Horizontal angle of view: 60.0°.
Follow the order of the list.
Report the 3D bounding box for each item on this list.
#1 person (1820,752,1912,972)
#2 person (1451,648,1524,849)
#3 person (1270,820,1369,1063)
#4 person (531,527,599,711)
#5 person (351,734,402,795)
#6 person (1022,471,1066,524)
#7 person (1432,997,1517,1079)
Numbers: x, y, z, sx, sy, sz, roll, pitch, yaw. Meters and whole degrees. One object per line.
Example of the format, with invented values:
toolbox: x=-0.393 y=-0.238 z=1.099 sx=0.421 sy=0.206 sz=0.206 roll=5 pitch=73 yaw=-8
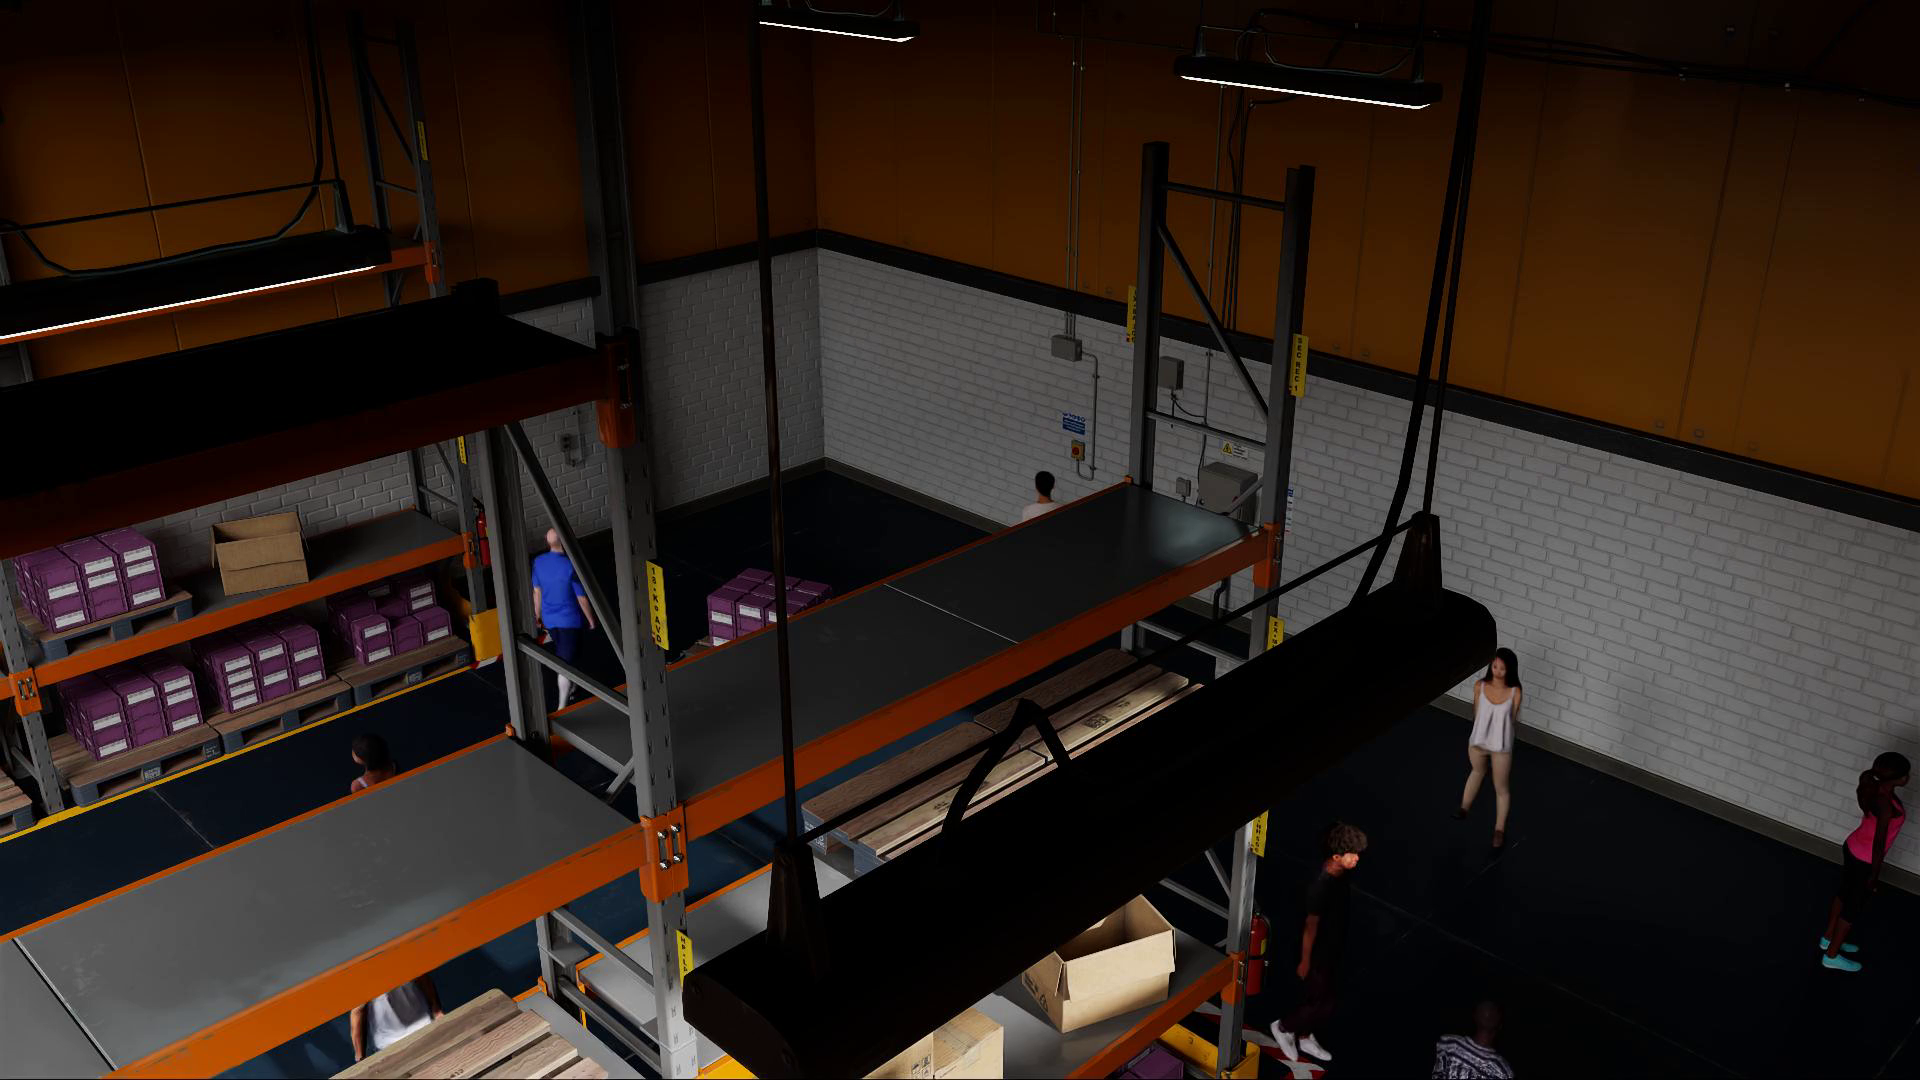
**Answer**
person: x=6.345 y=2.229 z=11.695 sx=0.693 sy=1.723 sz=0.610 roll=7 pitch=24 yaw=15
person: x=4.176 y=1.647 z=13.111 sx=0.768 sy=1.656 sz=0.692 roll=21 pitch=31 yaw=39
person: x=2.272 y=2.593 z=10.816 sx=0.773 sy=1.761 sz=0.683 roll=18 pitch=29 yaw=36
person: x=-3.615 y=0.765 z=14.926 sx=0.854 sy=1.819 sz=0.963 roll=10 pitch=26 yaw=22
person: x=-4.107 y=2.109 z=12.017 sx=0.539 sy=1.685 sz=0.842 roll=-21 pitch=31 yaw=-39
person: x=0.834 y=0.135 z=16.491 sx=0.652 sy=1.720 sz=0.765 roll=-5 pitch=24 yaw=-11
person: x=2.720 y=3.352 z=9.115 sx=0.754 sy=1.732 sz=1.228 roll=16 pitch=28 yaw=32
